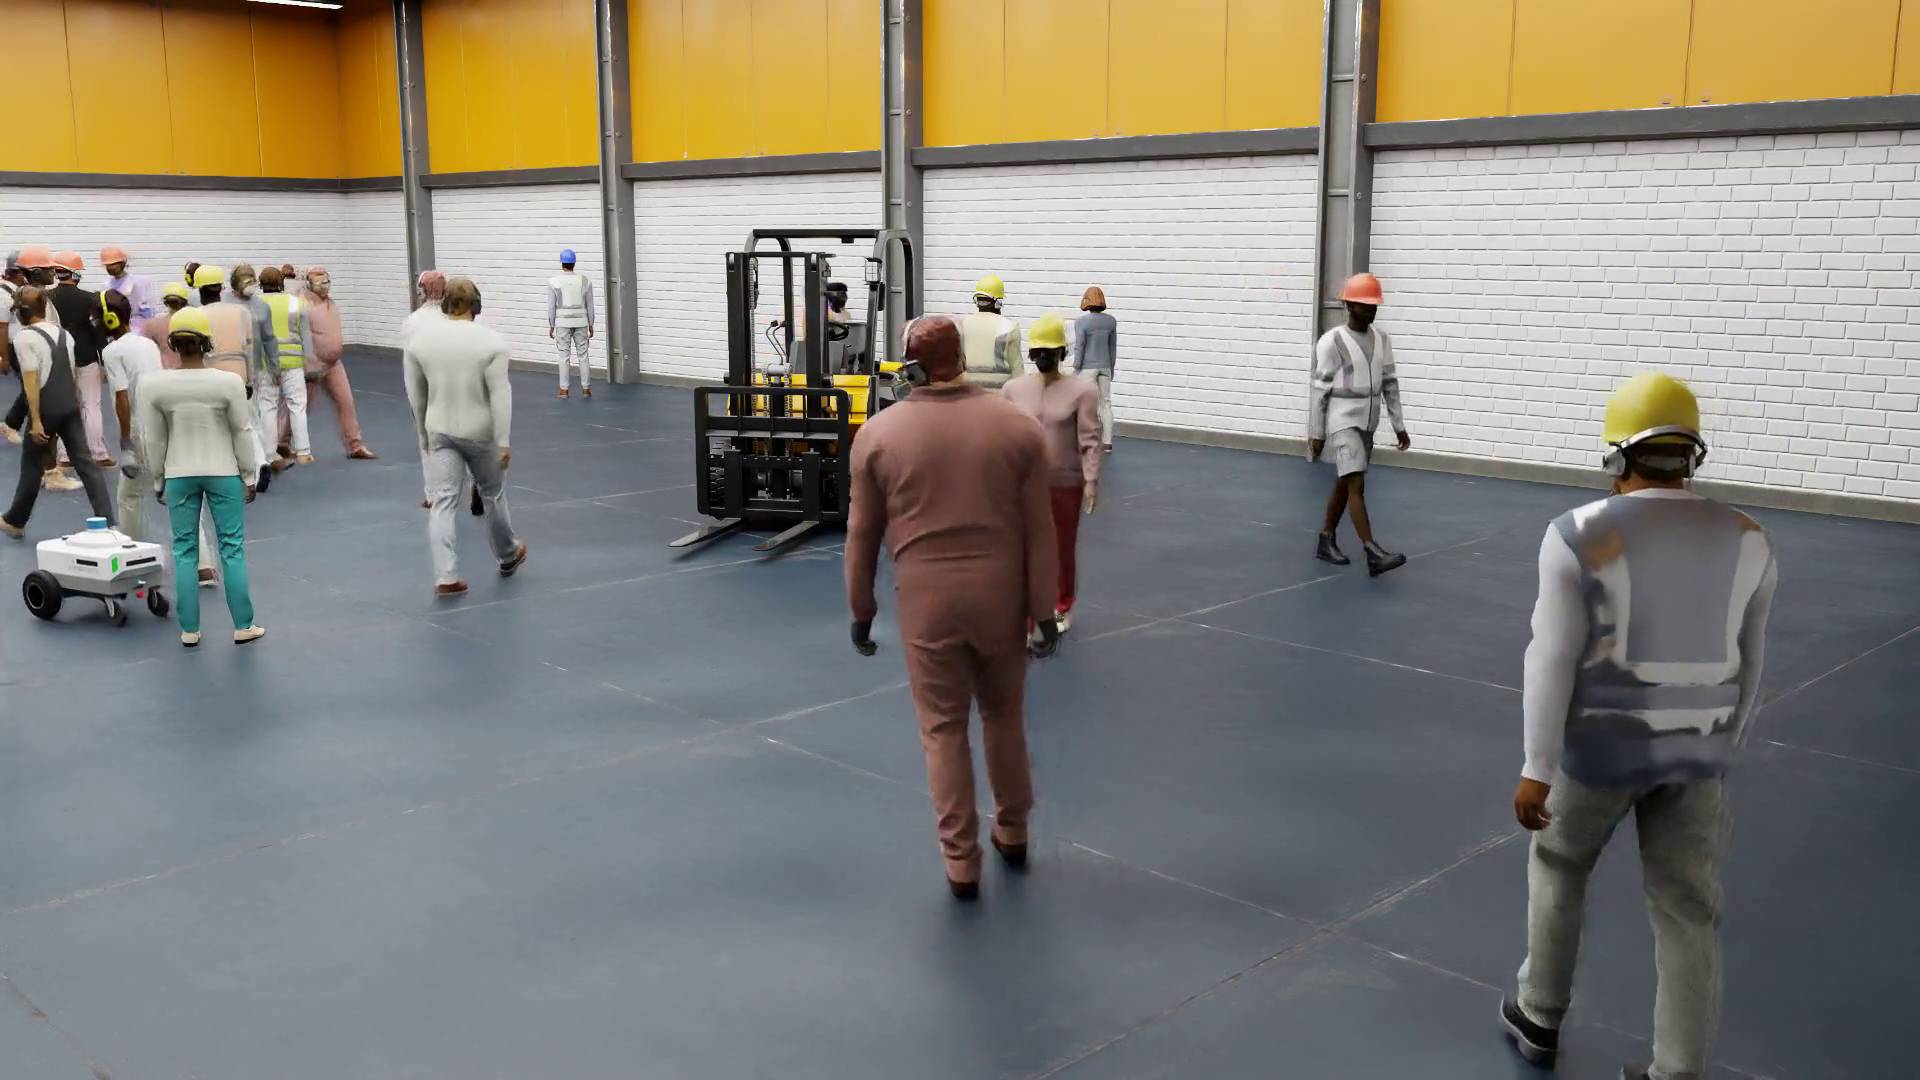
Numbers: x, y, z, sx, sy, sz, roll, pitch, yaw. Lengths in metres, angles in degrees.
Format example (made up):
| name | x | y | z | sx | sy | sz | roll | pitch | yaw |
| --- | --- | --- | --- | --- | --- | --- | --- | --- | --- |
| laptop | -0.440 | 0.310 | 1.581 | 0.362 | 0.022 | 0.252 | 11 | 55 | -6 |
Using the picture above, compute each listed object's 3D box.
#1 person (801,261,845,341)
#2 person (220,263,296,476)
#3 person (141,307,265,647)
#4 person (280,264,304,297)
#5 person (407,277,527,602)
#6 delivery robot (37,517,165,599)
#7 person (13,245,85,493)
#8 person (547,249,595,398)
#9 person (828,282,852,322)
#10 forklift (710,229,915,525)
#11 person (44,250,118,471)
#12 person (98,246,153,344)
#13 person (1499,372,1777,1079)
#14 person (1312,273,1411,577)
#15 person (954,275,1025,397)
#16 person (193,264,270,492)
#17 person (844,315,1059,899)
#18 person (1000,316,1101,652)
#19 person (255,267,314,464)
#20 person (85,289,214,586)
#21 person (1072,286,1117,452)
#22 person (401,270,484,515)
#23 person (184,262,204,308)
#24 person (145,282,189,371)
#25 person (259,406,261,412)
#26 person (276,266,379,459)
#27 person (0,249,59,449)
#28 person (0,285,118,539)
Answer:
| name | x | y | z | sx | sy | sz | roll | pitch | yaw |
| --- | --- | --- | --- | --- | --- | --- | --- | --- | --- |
| person | -1.642 | -2.452 | 20.033 | 0.565 | 1.850 | 0.390 | -5 | 11 | -25 |
| person | -6.308 | -1.504 | 14.772 | 0.996 | 1.877 | 0.647 | 4 | 11 | 23 |
| person | -3.932 | -0.321 | 8.648 | 0.522 | 1.768 | 0.313 | -2 | 11 | -12 |
| person | -11.634 | -3.975 | 28.932 | 0.497 | 1.632 | 0.289 | -5 | 12 | -27 |
| person | -2.968 | -0.628 | 10.012 | 0.648 | 1.874 | 1.026 | 0 | 10 | 2 |
| delivery robot | -4.808 | 0.117 | 9.303 | 0.707 | 0.478 | 0.477 | 5 | 12 | 27 |
| person | -7.613 | -1.419 | 13.867 | 0.365 | 2.048 | 0.607 | -9 | 14 | -40 |
| person | -5.104 | -2.837 | 21.859 | 0.613 | 1.950 | 0.376 | -4 | 11 | -21 |
| person | -1.412 | -1.934 | 17.773 | 0.893 | 1.651 | 0.542 | 7 | 12 | 32 |
| forklift | -1.050 | -1.319 | 12.920 | 1.214 | 2.155 | 2.313 | 2 | 11 | 13 |
| person | -8.009 | -1.613 | 15.061 | 0.625 | 1.992 | 0.388 | -1 | 10 | -3 |
| person | -9.581 | -2.376 | 19.193 | 0.657 | 2.007 | 0.564 | 4 | 11 | 22 |
| person | 1.640 | 0.493 | 4.125 | 0.660 | 1.799 | 0.764 | -1 | 10 | -4 |
| person | 2.565 | -0.722 | 10.496 | 0.549 | 1.891 | 0.963 | -6 | 12 | -30 |
| person | 0.220 | -1.113 | 12.783 | 0.601 | 1.830 | 0.404 | 4 | 11 | 21 |
| person | -6.101 | -1.333 | 13.810 | 0.856 | 1.899 | 0.590 | 10 | 14 | 42 |
| person | -0.038 | 0.207 | 5.475 | 0.682 | 1.872 | 0.630 | -1 | 10 | -5 |
| person | 0.462 | -0.300 | 8.646 | 0.542 | 1.712 | 0.903 | 2 | 11 | 11 |
| person | -6.329 | -1.607 | 15.448 | 0.620 | 1.845 | 0.430 | -3 | 11 | -17 |
| person | -4.959 | -0.604 | 10.064 | 0.927 | 1.805 | 0.625 | 2 | 11 | 12 |
| person | 1.319 | -1.667 | 16.342 | 0.504 | 1.632 | 0.269 | -6 | 12 | -31 |
| person | -3.924 | -1.123 | 12.723 | 0.631 | 1.873 | 0.842 | -7 | 13 | -34 |
| person | -8.334 | -2.156 | 18.422 | 0.716 | 1.847 | 0.520 | 7 | 13 | 35 |
| person | -7.036 | -1.453 | 14.938 | 0.519 | 1.722 | 0.895 | -3 | 11 | -15 |
| person | -8.596 | -2.354 | 20.074 | 0.514 | 1.640 | 0.310 | 1 | 10 | 5 |
| person | -6.128 | -1.667 | 15.774 | 0.963 | 1.862 | 0.647 | 3 | 11 | 16 |
| person | -9.369 | -1.928 | 16.658 | 0.944 | 2.000 | 0.683 | 2 | 11 | 9 |
| person | -6.334 | -0.863 | 11.551 | 1.040 | 1.782 | 0.547 | 3 | 11 | 16 |
